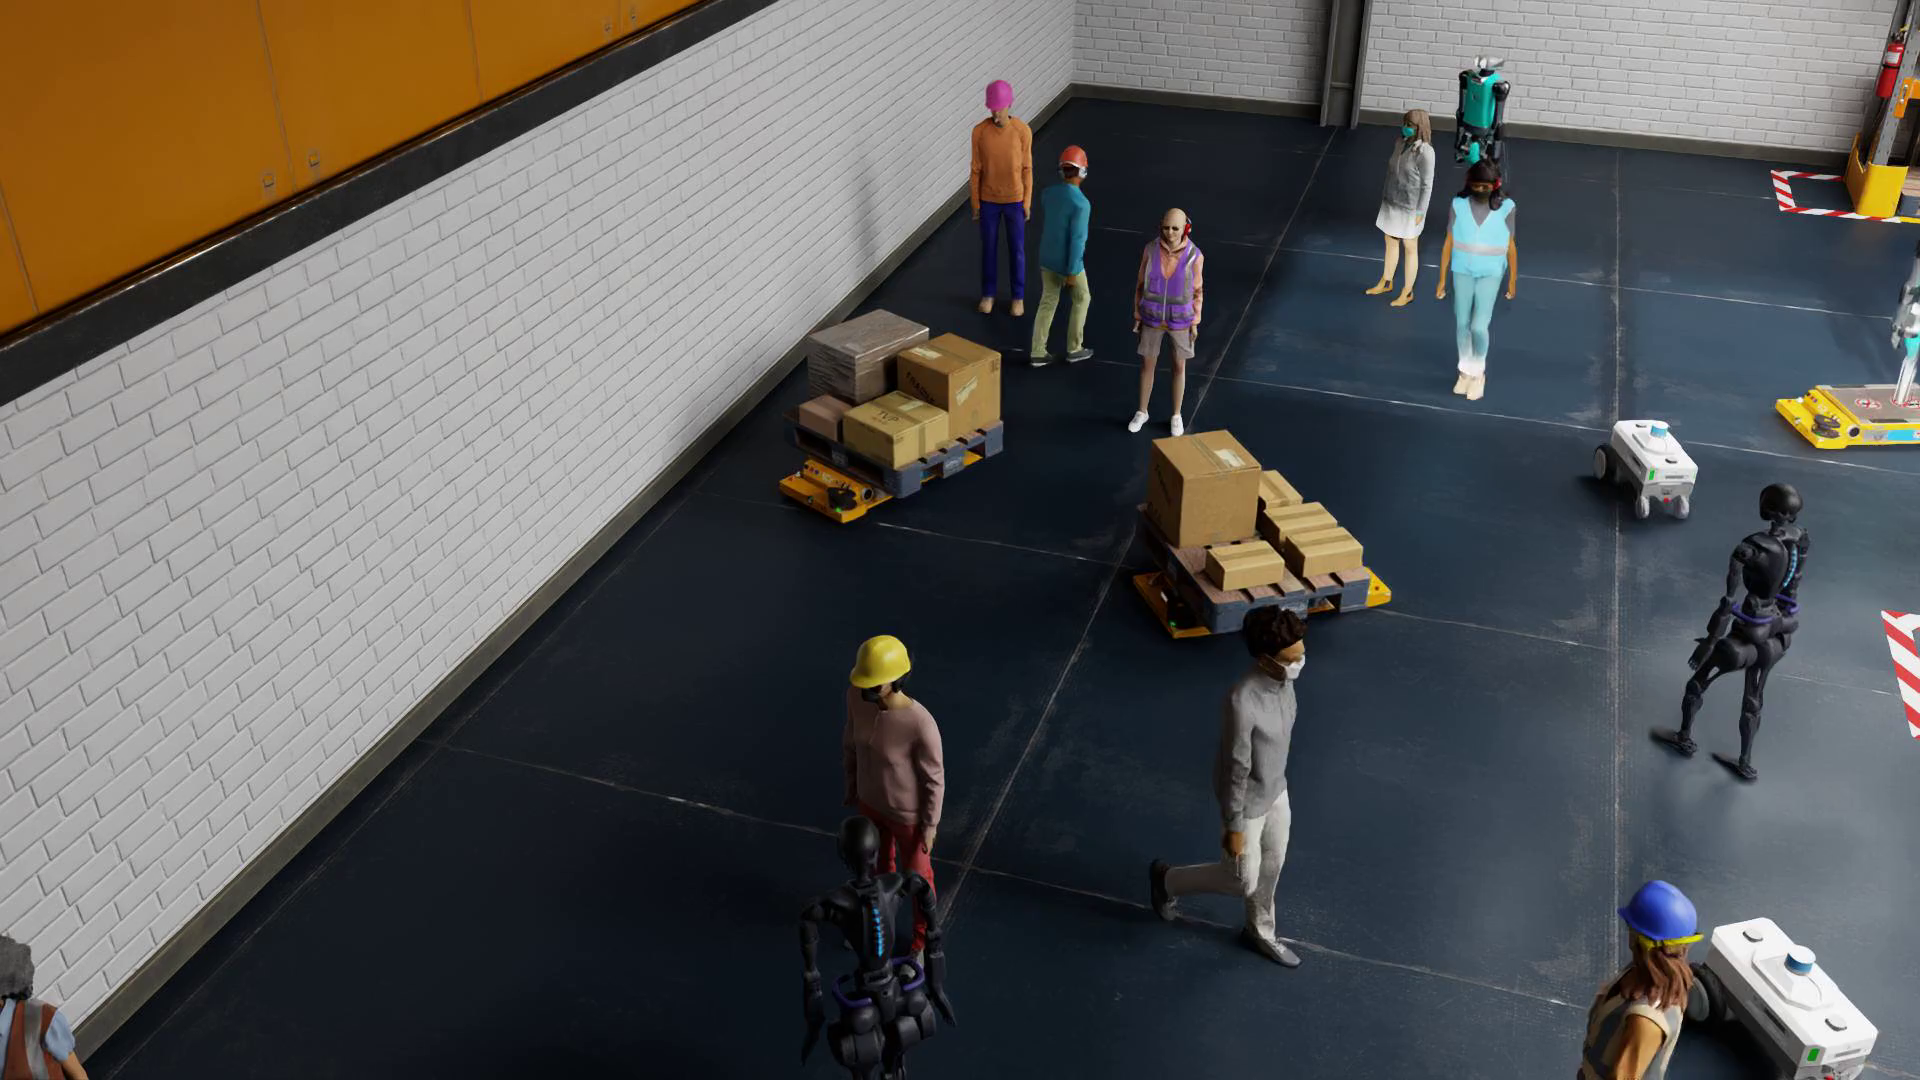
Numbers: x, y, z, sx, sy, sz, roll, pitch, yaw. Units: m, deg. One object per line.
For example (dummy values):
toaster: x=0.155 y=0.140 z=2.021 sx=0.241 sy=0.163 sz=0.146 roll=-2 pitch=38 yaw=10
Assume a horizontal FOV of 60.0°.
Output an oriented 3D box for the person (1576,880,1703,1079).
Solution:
person: x=2.319 y=1.965 z=5.834 sx=0.582 sy=1.736 sz=0.534 roll=11 pitch=32 yaw=18

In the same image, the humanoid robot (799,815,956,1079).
humanoid robot: x=-0.303 y=1.780 z=6.234 sx=0.611 sy=1.651 sz=0.478 roll=-12 pitch=33 yaw=-20

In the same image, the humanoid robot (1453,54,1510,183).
humanoid robot: x=4.887 y=-3.559 z=15.328 sx=0.744 sy=1.878 sz=0.539 roll=-18 pitch=35 yaw=-28

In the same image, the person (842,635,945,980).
person: x=-0.304 y=1.154 z=7.184 sx=0.527 sy=1.767 sz=0.328 roll=23 pitch=38 yaw=34

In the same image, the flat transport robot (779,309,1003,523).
flat transport robot: x=-0.505 y=-0.544 z=11.551 sx=0.659 sy=0.231 sz=1.431 roll=27 pitch=40 yaw=37

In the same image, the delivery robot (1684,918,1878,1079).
delivery robot: x=3.479 y=1.948 z=7.032 sx=0.530 sy=0.598 sz=0.769 roll=-8 pitch=31 yaw=-13

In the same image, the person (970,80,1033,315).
person: x=0.337 y=-2.825 z=13.754 sx=0.519 sy=1.974 sz=0.399 roll=4 pitch=31 yaw=6

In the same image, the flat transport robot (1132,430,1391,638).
flat transport robot: x=1.844 y=0.258 z=10.186 sx=1.431 sy=0.231 sz=0.659 roll=-9 pitch=32 yaw=-14

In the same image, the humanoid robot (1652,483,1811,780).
humanoid robot: x=4.004 y=0.440 z=8.489 sx=0.598 sy=1.643 sz=0.545 roll=-14 pitch=33 yaw=-22

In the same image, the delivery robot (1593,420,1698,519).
delivery robot: x=4.662 y=-0.522 z=11.230 sx=0.499 sy=0.593 sz=0.789 roll=-1 pitch=30 yaw=-1

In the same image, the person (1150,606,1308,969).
person: x=1.214 y=1.064 z=7.226 sx=0.641 sy=1.883 sz=0.572 roll=22 pitch=37 yaw=33

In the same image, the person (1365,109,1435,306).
person: x=3.730 y=-2.801 z=14.015 sx=0.335 sy=1.659 sz=0.495 roll=-15 pitch=34 yaw=-24

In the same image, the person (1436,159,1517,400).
person: x=3.829 y=-1.924 z=12.340 sx=0.545 sy=1.843 sz=0.536 roll=16 pitch=34 yaw=26

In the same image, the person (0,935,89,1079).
person: x=-3.209 y=2.036 z=5.756 sx=0.436 sy=1.690 sz=0.315 roll=-9 pitch=32 yaw=-16

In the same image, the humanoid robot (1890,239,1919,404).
humanoid robot: x=6.891 y=-1.472 z=11.785 sx=0.549 sy=1.890 sz=0.733 roll=17 pitch=35 yaw=27

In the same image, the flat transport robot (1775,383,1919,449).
flat transport robot: x=6.827 y=-0.903 z=12.161 sx=1.431 sy=0.231 sz=0.659 roll=-1 pitch=30 yaw=-2

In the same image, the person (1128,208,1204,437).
person: x=1.476 y=-1.549 z=11.852 sx=0.482 sy=1.694 sz=0.347 roll=8 pitch=31 yaw=14

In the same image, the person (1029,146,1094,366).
person: x=0.801 y=-2.180 z=12.906 sx=0.651 sy=1.709 sz=0.579 roll=-22 pitch=37 yaw=-32
